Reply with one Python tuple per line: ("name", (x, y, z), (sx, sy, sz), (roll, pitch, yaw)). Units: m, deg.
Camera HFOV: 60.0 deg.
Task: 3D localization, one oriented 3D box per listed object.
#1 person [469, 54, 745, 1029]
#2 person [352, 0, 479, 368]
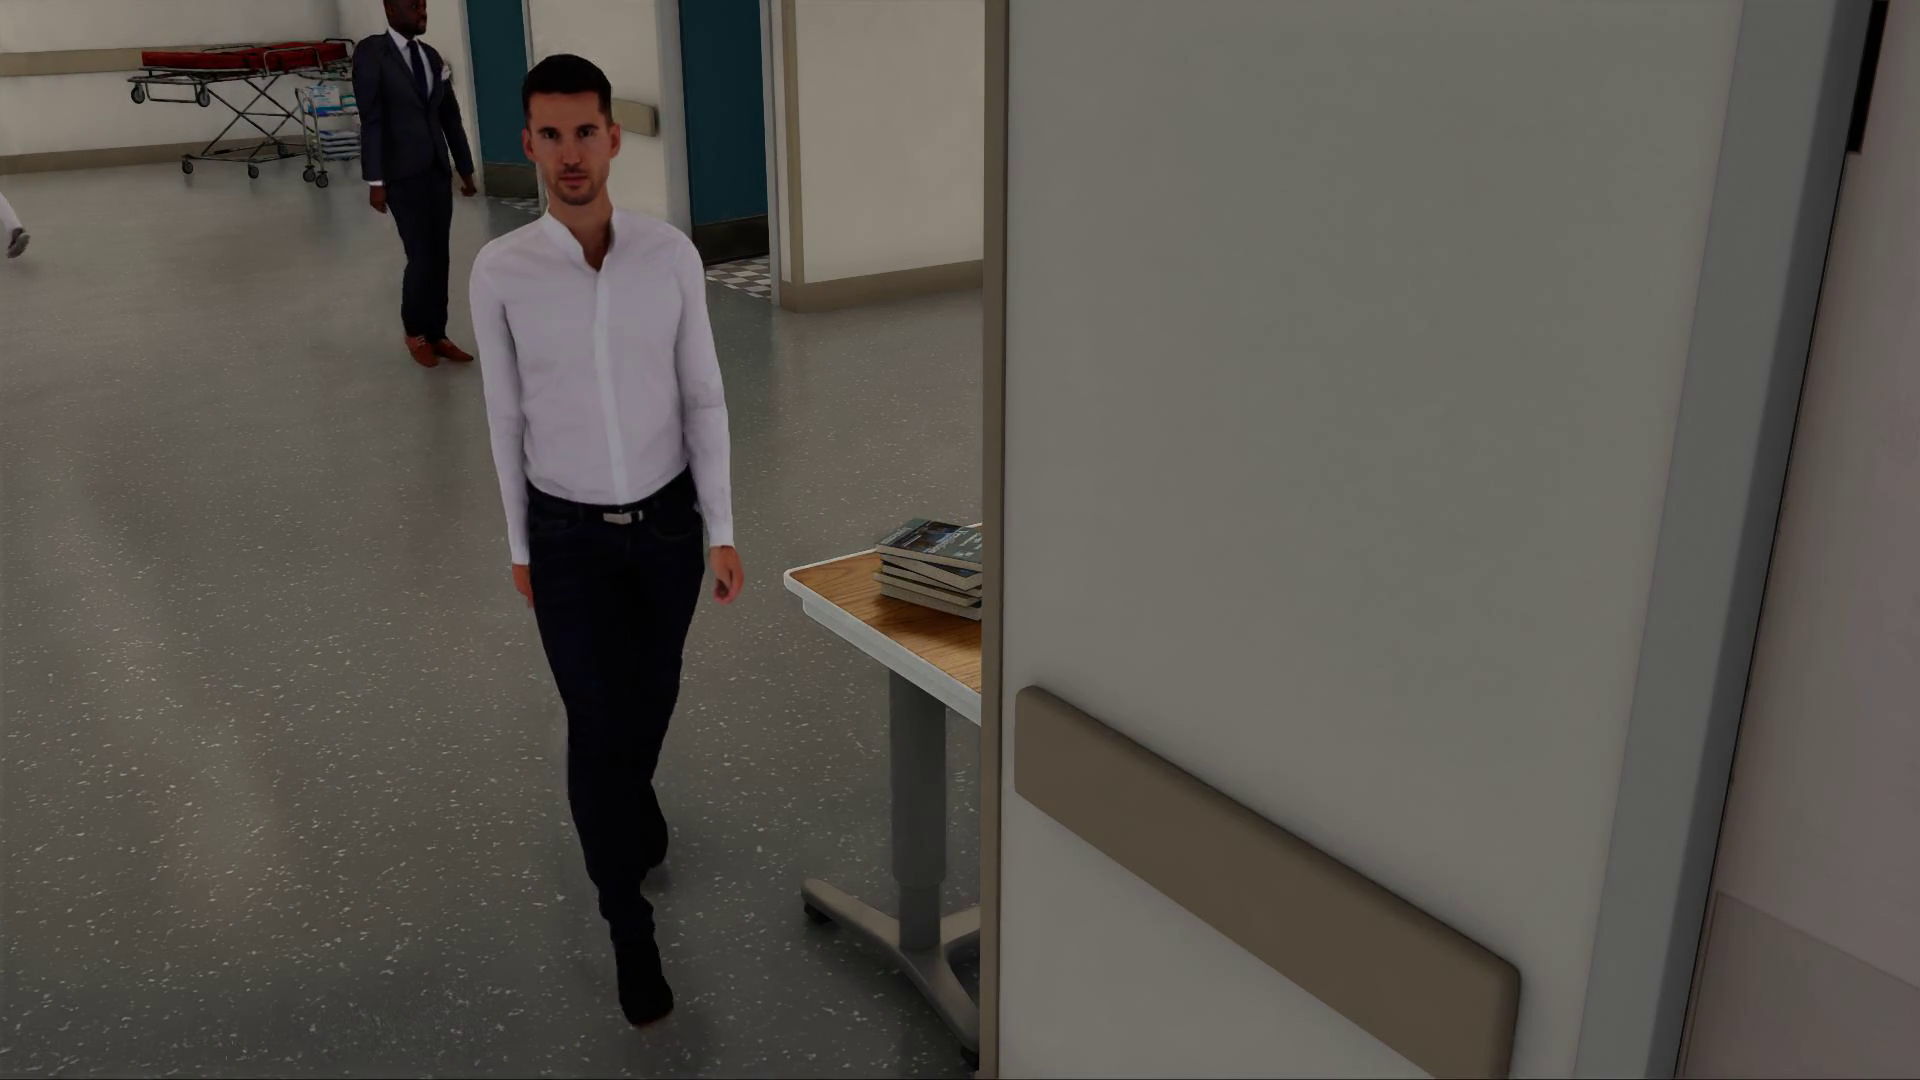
("person", (-0.724, -0.053, 3.503), (0.827, 1.828, 1.283), (-8, 22, -19))
("person", (-2.705, -1.768, 8.103), (0.795, 1.816, 0.818), (12, 24, 28))
